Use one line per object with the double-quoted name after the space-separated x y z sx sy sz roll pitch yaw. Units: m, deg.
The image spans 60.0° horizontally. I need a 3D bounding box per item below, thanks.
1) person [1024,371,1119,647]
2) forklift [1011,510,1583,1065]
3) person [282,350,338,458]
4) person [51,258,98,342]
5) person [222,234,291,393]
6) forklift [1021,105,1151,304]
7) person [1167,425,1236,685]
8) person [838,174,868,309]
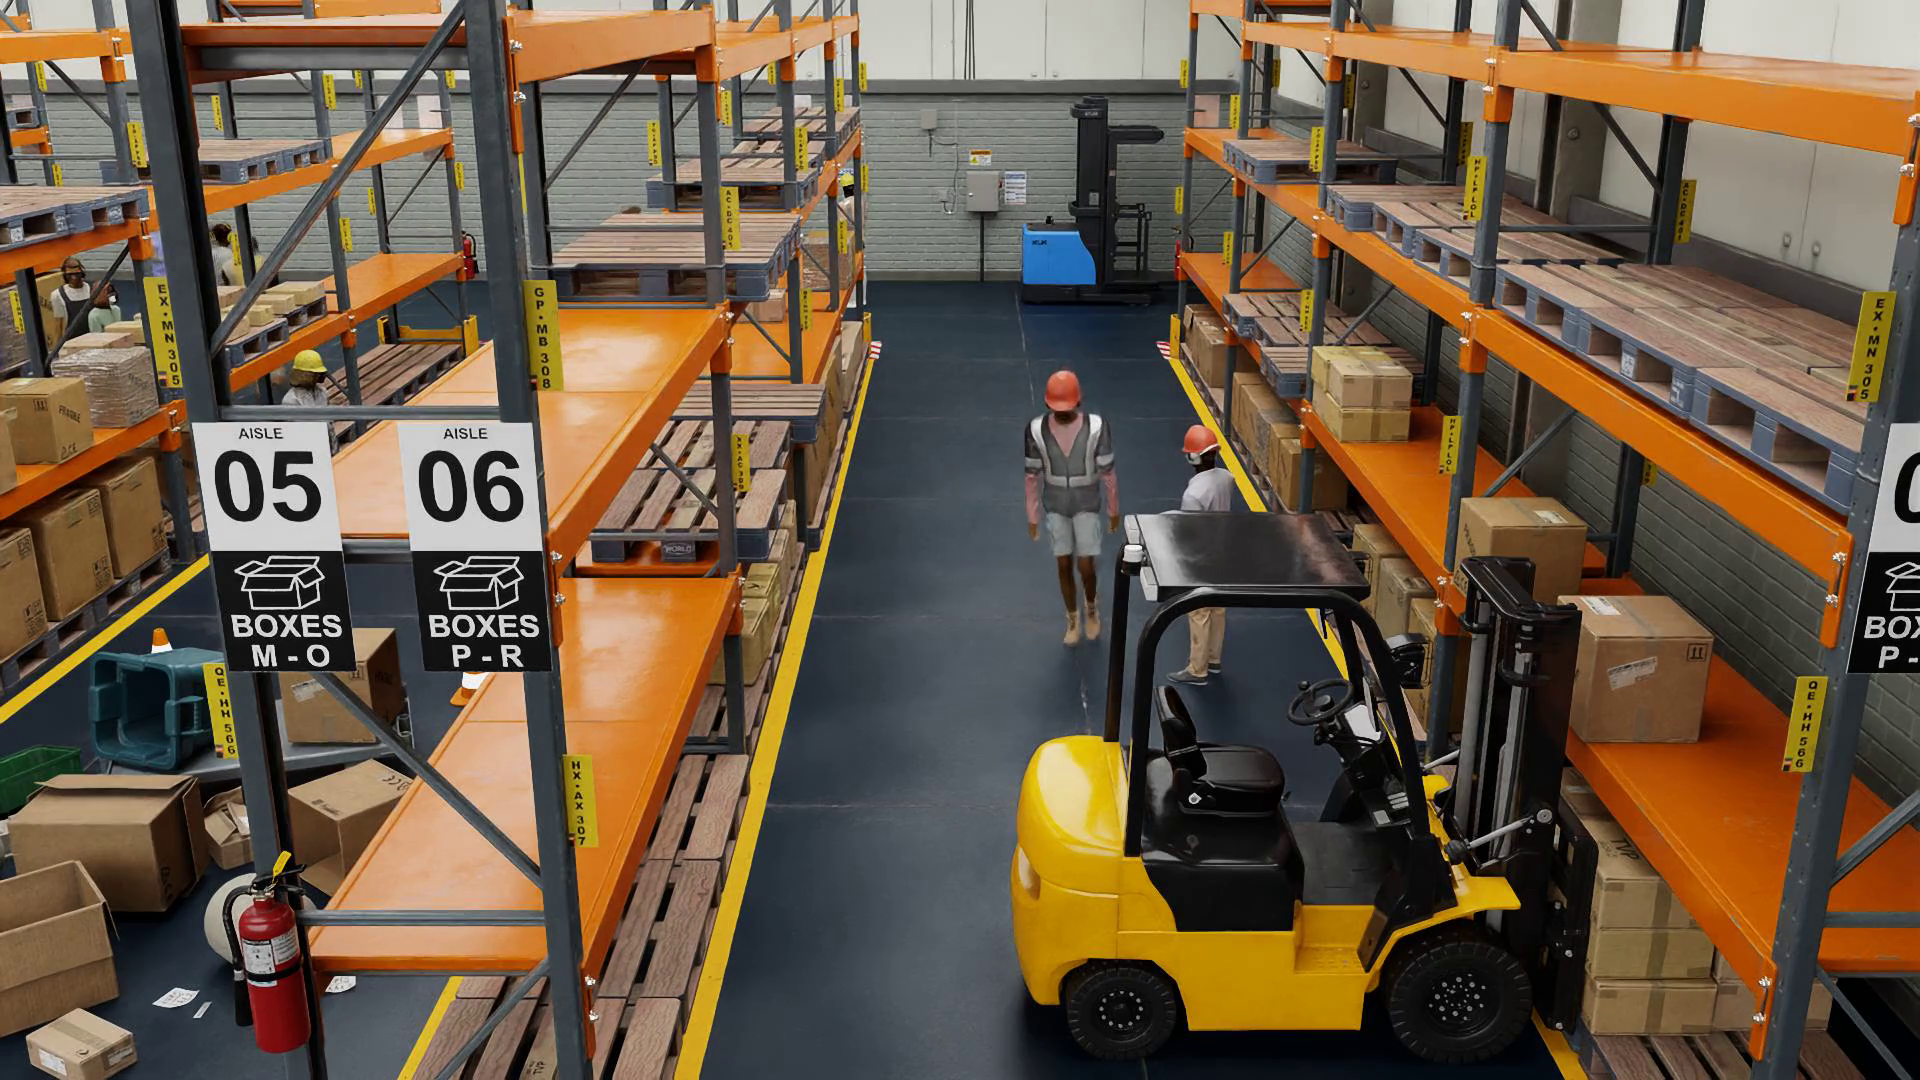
0.755 -0.198 11.466 0.652 2.000 0.516 4 19 12 "person"
1.387 1.055 7.378 2.313 2.155 1.214 0 18 0 "forklift"
-5.146 -0.666 13.313 0.322 1.734 0.488 7 19 19 "person"
-9.047 -2.017 17.235 0.536 1.832 0.353 -14 23 -35 "person"
-8.014 -2.600 19.014 0.635 1.824 0.531 -2 18 -6 "person"
1.857 -4.944 24.441 1.873 2.768 1.129 0 18 0 "forklift"
1.579 0.097 10.976 0.338 1.744 0.560 12 22 32 "person"
-1.574 -4.312 24.036 0.382 1.919 0.584 12 22 32 "person"
